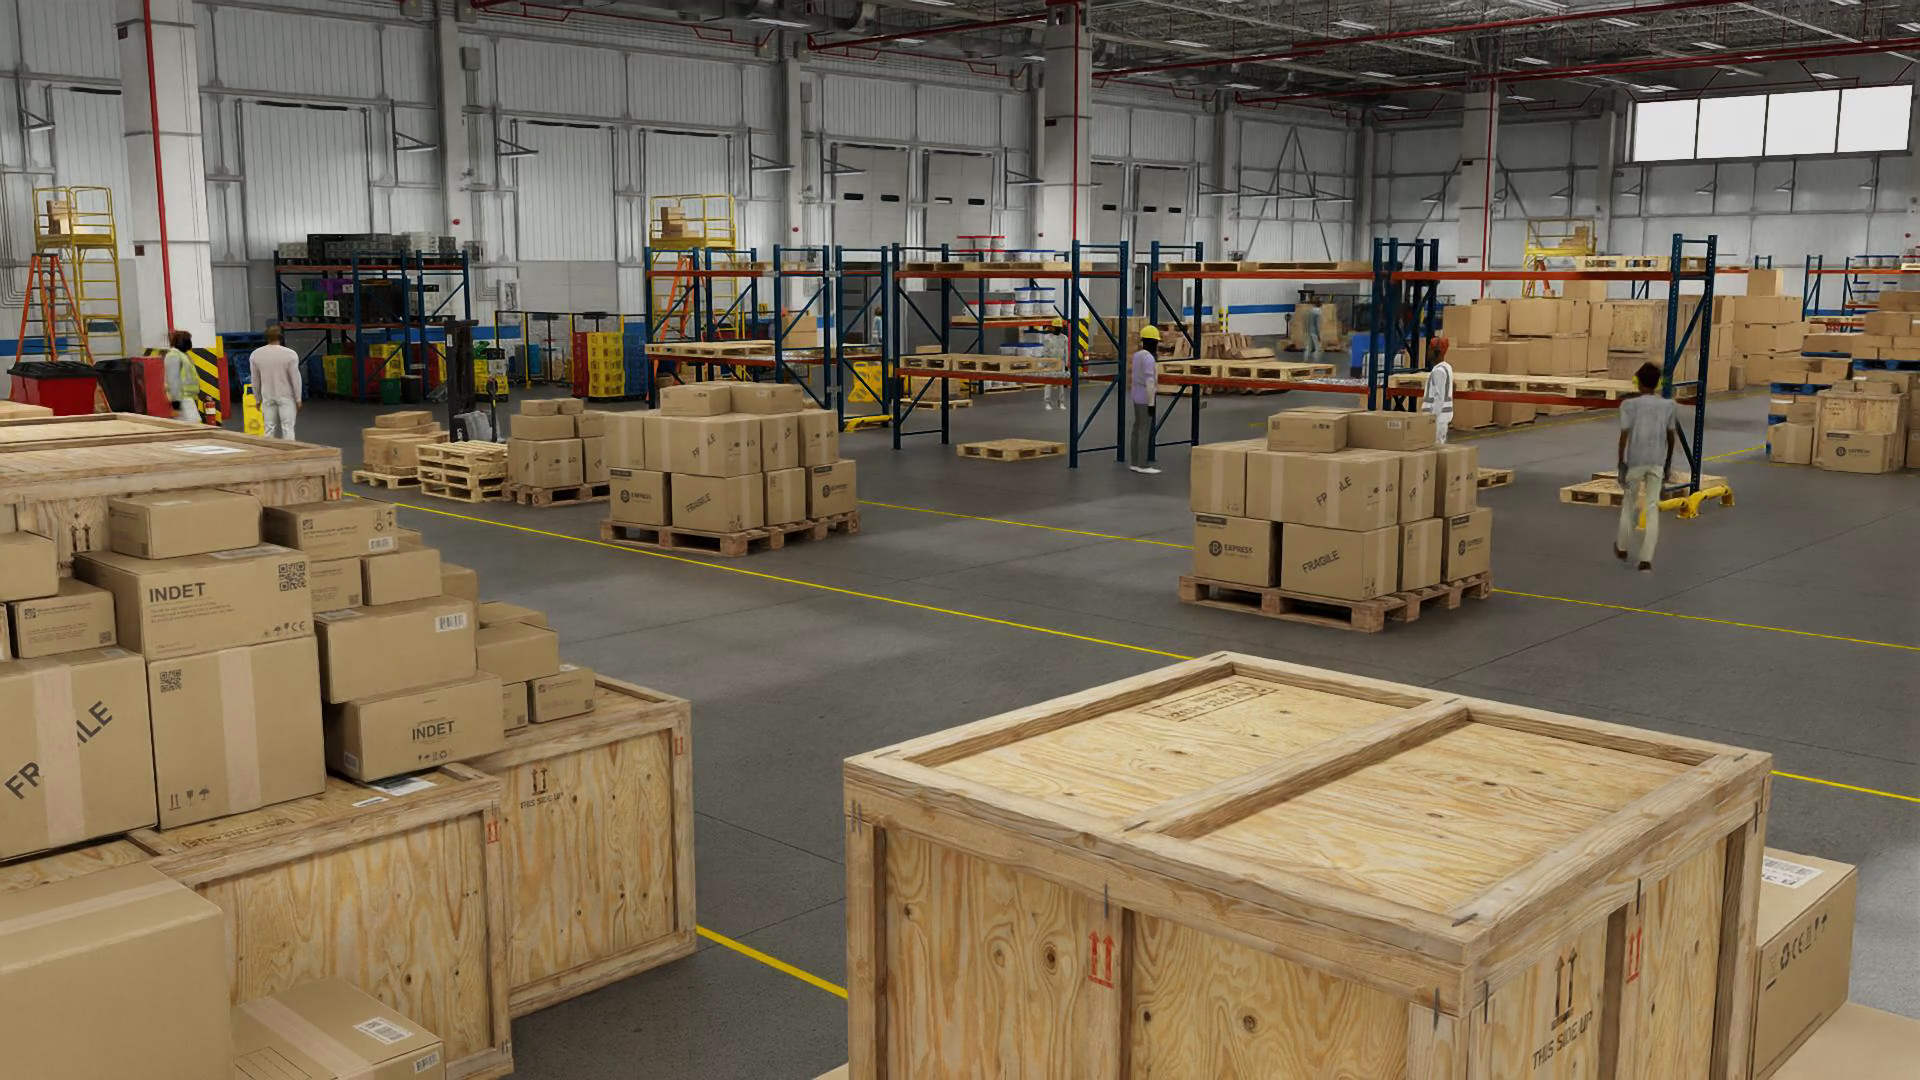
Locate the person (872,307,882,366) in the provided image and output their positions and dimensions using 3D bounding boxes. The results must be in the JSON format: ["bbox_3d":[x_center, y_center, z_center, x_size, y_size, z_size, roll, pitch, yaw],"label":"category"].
[{"bbox_3d":[-2.191,-5.395,44.452,0.313,1.633,0.518,-2,9,-10],"label":"person"}]

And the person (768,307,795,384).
[{"bbox_3d":[-3.596,-3.710,33.263,0.572,1.907,0.718,2,9,10],"label":"person"}]

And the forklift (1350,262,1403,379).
[{"bbox_3d":[10.394,-5.278,39.903,1.873,2.768,1.129,3,10,15],"label":"forklift"}]

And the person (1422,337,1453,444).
[{"bbox_3d":[5.440,-1.370,19.000,0.355,1.883,0.573,4,10,22],"label":"person"}]

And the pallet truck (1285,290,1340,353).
[{"bbox_3d":[11.297,-6.951,52.861,1.885,1.965,0.823,-5,11,-29],"label":"pallet truck"}]

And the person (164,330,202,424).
[{"bbox_3d":[-10.530,-1.942,22.686,0.529,1.821,0.654,-2,9,-11],"label":"person"}]

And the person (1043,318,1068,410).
[{"bbox_3d":[1.816,-3.321,31.406,0.485,1.739,0.319,-2,9,-12],"label":"person"}]

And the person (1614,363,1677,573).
[{"bbox_3d":[6.072,-0.652,14.776,0.505,1.818,0.983,2,10,13],"label":"person"}]

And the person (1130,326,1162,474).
[{"bbox_3d":[2.419,-1.827,21.680,0.383,1.922,0.587,-2,9,-12],"label":"person"}]

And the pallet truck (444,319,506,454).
[{"bbox_3d":[-6.981,-1.942,22.150,1.885,1.965,0.823,1,9,9],"label":"pallet truck"}]

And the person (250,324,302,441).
[{"bbox_3d":[-8.876,-1.831,21.648,0.638,1.938,0.356,0,9,0],"label":"person"}]

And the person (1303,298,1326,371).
[{"bbox_3d":[9.241,-5.338,43.296,0.561,1.914,0.666,-2,10,-14],"label":"person"}]

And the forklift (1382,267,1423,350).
[{"bbox_3d":[12.193,-6.463,47.169,1.873,2.768,1.129,3,10,17],"label":"forklift"}]
